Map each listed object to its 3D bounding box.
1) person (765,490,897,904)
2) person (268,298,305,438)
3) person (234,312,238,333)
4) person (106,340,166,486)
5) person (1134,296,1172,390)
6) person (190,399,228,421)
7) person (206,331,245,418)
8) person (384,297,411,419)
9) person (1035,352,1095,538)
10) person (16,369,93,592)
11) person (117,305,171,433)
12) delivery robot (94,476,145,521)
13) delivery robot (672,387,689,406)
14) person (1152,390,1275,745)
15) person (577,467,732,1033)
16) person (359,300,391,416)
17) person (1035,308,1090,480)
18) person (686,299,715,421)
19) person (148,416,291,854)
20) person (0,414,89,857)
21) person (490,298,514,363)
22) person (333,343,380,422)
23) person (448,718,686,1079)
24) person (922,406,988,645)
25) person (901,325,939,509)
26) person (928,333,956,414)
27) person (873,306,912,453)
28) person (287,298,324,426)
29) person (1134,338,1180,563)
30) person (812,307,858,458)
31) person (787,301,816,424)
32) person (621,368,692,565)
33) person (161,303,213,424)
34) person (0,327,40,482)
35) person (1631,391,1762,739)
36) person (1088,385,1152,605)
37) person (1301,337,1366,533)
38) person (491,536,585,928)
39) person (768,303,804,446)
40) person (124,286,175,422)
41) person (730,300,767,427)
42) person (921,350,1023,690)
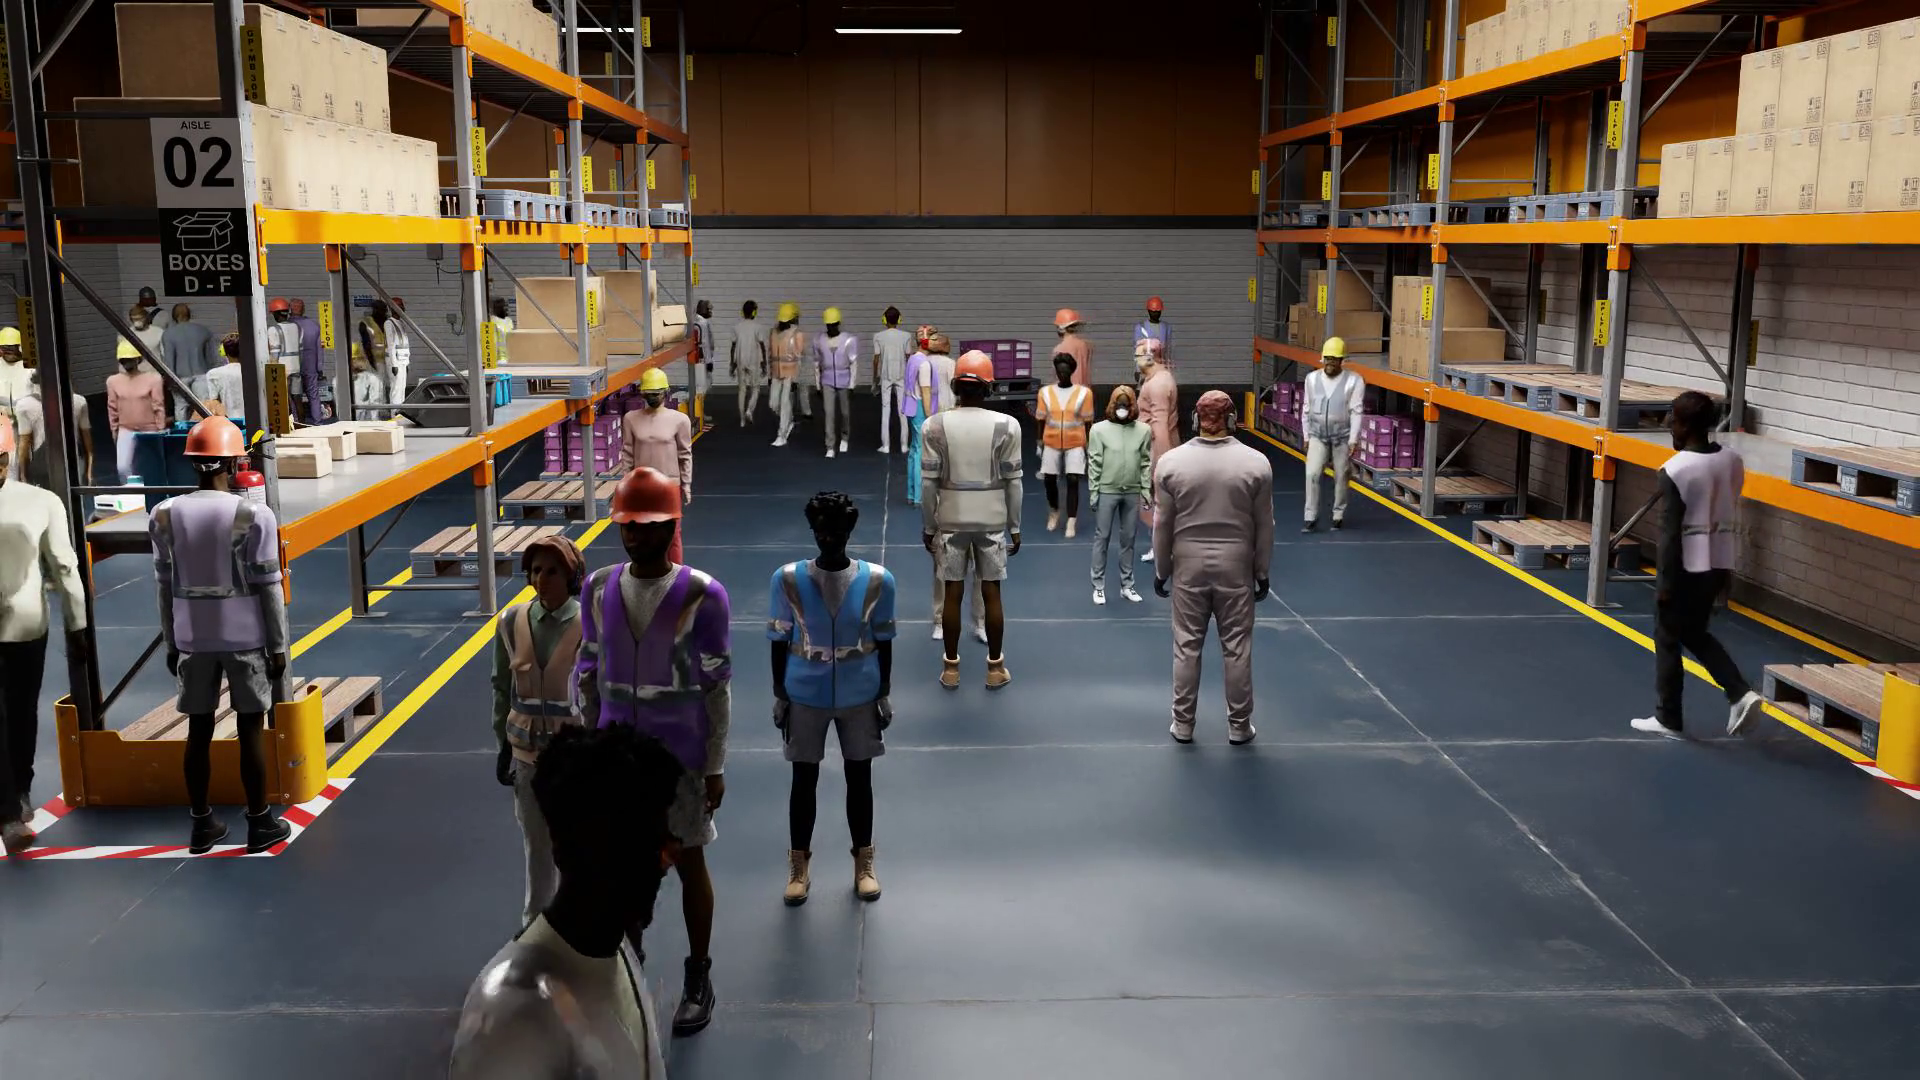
[{"bbox_3d":[-0.518,0.636,6.763,0.533,1.697,0.318,-1,10,-7],"label":"person"},{"bbox_3d":[-9.045,-2.274,22.303,0.355,1.938,0.544,4,11,23],"label":"person"},{"bbox_3d":[-11.446,-3.073,26.916,0.599,1.878,0.444,9,13,40],"label":"person"},{"bbox_3d":[-7.882,-1.035,15.941,0.526,1.752,0.449,-2,10,-13],"label":"person"},{"bbox_3d":[2.661,-2.372,22.851,0.550,1.935,0.376,-3,11,-15],"label":"person"},{"bbox_3d":[-5.051,-0.134,11.258,0.287,1.629,0.498,-9,13,-40],"label":"person"},{"bbox_3d":[-6.555,-0.955,15.145,0.512,1.872,0.330,-4,11,-22],"label":"person"},{"bbox_3d":[-8.104,-2.555,24.020,0.355,1.884,0.575,-1,10,-3],"label":"person"},{"bbox_3d":[0.976,-0.874,15.212,0.580,1.697,0.460,2,10,13],"label":"person"},{"bbox_3d":[-6.974,-0.506,12.820,0.554,1.823,0.540,10,14,44],"label":"person"},{"bbox_3d":[-10.604,-2.140,21.764,0.643,1.887,0.928,-2,10,-10],"label":"person"},{"bbox_3d":[-7.486,-0.339,15.112,0.477,0.478,0.707,3,11,18],"label":"delivery robot"},{"bbox_3d":[-4.067,-1.998,24.357,0.477,0.478,0.707,-7,12,-35],"label":"delivery robot"},{"bbox_3d":[1.349,0.153,8.886,0.639,1.902,0.407,2,10,10],"label":"person"},{"bbox_3d":[-1.043,0.713,5.649,0.545,1.942,0.352,2,10,12],"label":"person"},{"bbox_3d":[-8.798,-2.759,25.426,0.655,1.800,0.807,-6,12,-31],"label":"person"},{"bbox_3d":[1.289,-1.595,18.490,0.616,1.959,0.961,-9,14,-41],"label":"person"},{"bbox_3d":[-3.895,-2.697,24.981,0.441,1.822,0.674,-3,11,-15],"label":"person"},{"bbox_3d":[-3.226,0.422,7.313,0.543,1.932,0.384,0,10,-2],"label":"person"},{"bbox_3d":[-4.244,0.394,7.385,0.648,1.946,1.001,-8,13,-38],"label":"person"},{"bbox_3d":[-7.060,-2.789,25.493,0.588,1.822,0.640,2,10,12],"label":"person"},{"bbox_3d":[-5.937,-1.100,16.424,0.488,1.700,0.899,0,10,1],"label":"person"},{"bbox_3d":[-0.632,1.263,2.660,0.369,1.924,0.716,1,10,4],"label":"person"},{"bbox_3d":[0.011,-0.092,11.072,0.540,1.604,0.611,-4,11,-19],"label":"person"},{"bbox_3d":[-0.396,-1.236,16.771,0.384,1.845,0.565,-2,10,-13],"label":"person"},{"bbox_3d":[-0.282,-1.607,19.456,0.523,1.615,0.419,6,12,28],"label":"person"},{"bbox_3d":[-0.854,-2.039,21.190,0.526,1.867,0.314,-2,10,-8],"label":"person"},{"bbox_3d":[-9.112,-2.375,22.952,0.406,1.906,0.654,9,13,40],"label":"person"},{"bbox_3d":[1.635,-0.730,13.854,0.474,1.883,0.718,2,10,9],"label":"person"},{"bbox_3d":[-1.560,-2.005,20.968,0.579,1.886,0.900,0,10,2],"label":"person"},{"bbox_3d":[-2.423,-2.605,24.484,0.522,1.815,0.615,4,11,22],"label":"person"},{"bbox_3d":[-2.247,-0.393,12.326,0.523,1.760,0.333,0,10,2],"label":"person"},{"bbox_3d":[-10.048,-2.138,21.687,0.641,1.901,0.980,-8,13,-39],"label":"person"},{"bbox_3d":[-9.474,-1.223,16.740,0.600,1.829,0.404,-2,10,-12],"label":"person"},{"bbox_3d":[3.945,0.159,8.850,0.595,1.898,0.570,-5,11,-26],"label":"person"},{"bbox_3d":[1.192,-0.337,12.357,0.501,1.633,0.288,-3,11,-16],"label":"person"},{"bbox_3d":[3.392,-0.945,15.261,0.600,1.807,0.747,5,11,26],"label":"person"},{"bbox_3d":[-1.455,0.788,6.062,0.515,1.645,0.309,2,10,11],"label":"person"},{"bbox_3d":[-2.299,-2.177,21.931,0.634,1.884,0.507,6,12,31],"label":"person"},{"bbox_3d":[-12.045,-2.778,24.821,0.703,2.000,0.536,-2,10,-12],"label":"person"},{"bbox_3d":[-3.068,-2.534,24.012,0.570,1.846,0.478,2,10,9],"label":"person"},{"bbox_3d":[0.072,-0.110,9.954,0.609,2.043,0.376,1,10,4],"label":"person"}]
